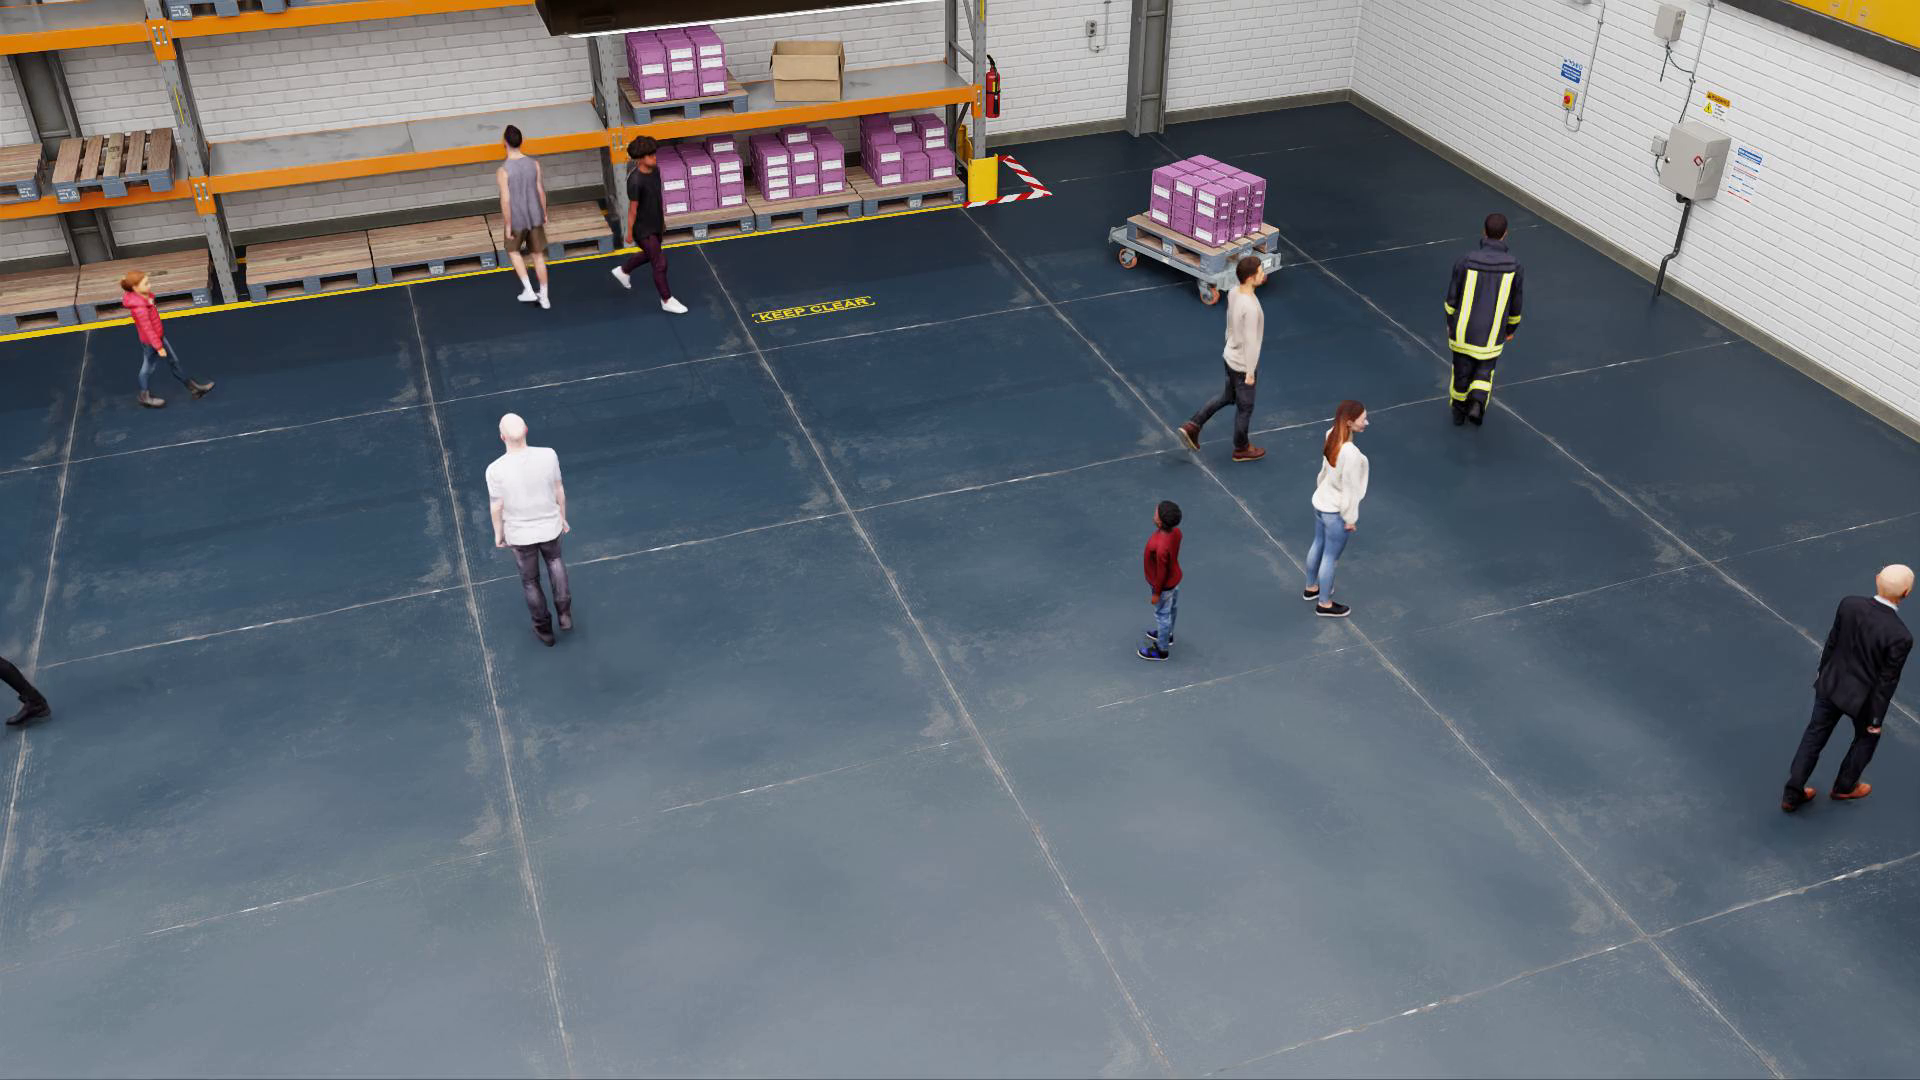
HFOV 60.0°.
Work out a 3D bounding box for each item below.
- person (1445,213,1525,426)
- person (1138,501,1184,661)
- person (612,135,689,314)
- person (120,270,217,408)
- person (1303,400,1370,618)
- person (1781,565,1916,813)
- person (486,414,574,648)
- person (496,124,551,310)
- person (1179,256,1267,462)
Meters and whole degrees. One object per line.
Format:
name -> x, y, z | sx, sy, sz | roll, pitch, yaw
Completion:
person -> 4.373, -1.785, 14.025 | 0.994, 1.907, 1.057 | 9, 35, 13
person -> 1.427, 0.264, 11.532 | 0.640, 1.254, 0.583 | 14, 36, 20
person -> -3.090, -3.059, 16.086 | 1.176, 1.747, 1.039 | 10, 35, 14
person -> -7.110, -1.725, 14.497 | 0.930, 1.283, 0.643 | -5, 34, -8
person -> 2.680, -0.235, 11.885 | 0.609, 1.693, 0.653 | -5, 34, -8
person -> 5.314, 0.948, 10.029 | 0.887, 1.778, 0.764 | -16, 37, -23
person -> -2.906, -0.022, 11.444 | 0.669, 1.827, 0.800 | -19, 38, -26
person -> -4.164, -3.071, 16.049 | 0.697, 1.832, 0.804 | -23, 40, -31
person -> 2.208, -1.440, 13.555 | 1.041, 1.852, 0.762 | -5, 34, -8
